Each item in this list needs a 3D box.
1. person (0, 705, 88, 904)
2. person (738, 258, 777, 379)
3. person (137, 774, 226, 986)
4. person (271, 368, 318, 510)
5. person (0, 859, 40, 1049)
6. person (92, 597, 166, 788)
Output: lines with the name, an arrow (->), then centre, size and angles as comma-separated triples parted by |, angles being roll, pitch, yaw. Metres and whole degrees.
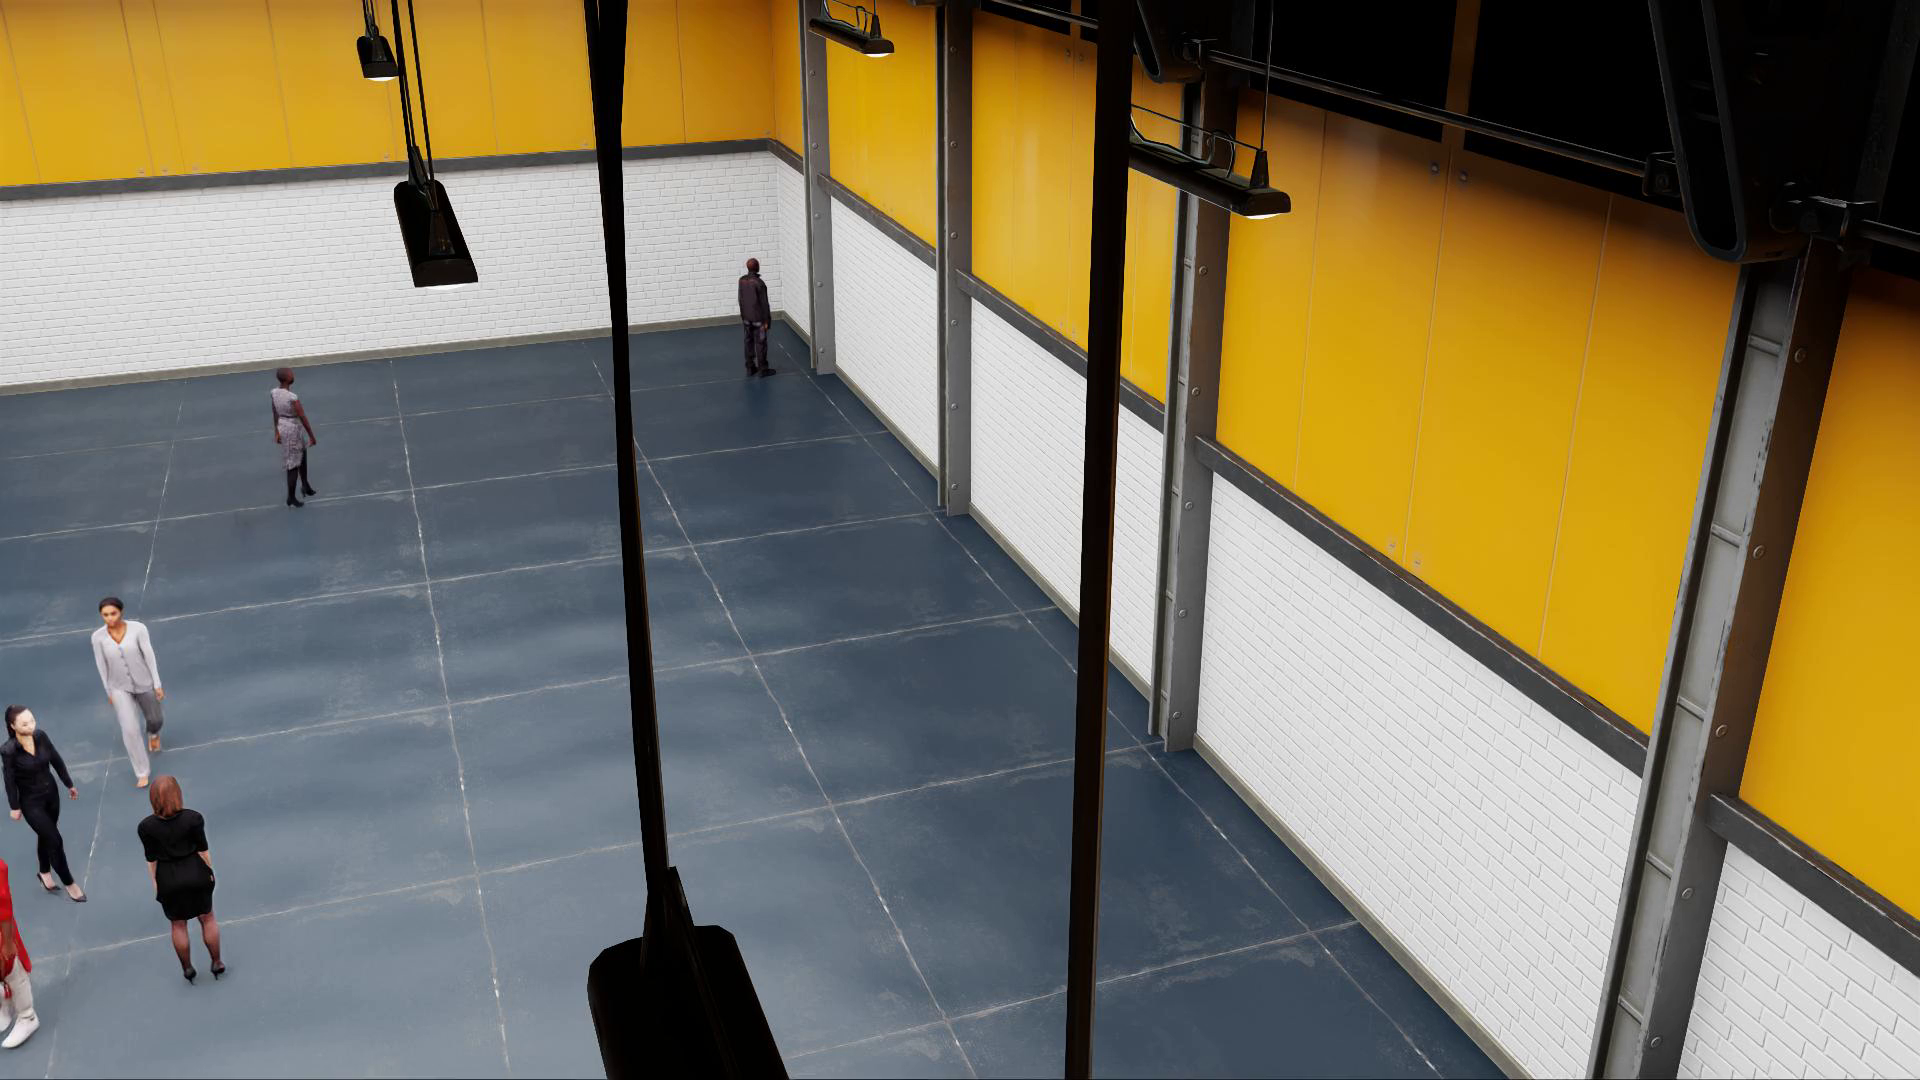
person -> -7.272, 2.049, 13.034 | 0.905, 1.691, 0.861 | 7, 25, 16
person -> -3.135, -3.403, 25.337 | 0.764, 1.825, 0.853 | 14, 27, 29
person -> -5.633, 2.469, 12.059 | 0.597, 1.701, 0.522 | -11, 26, -23
person -> -8.281, -1.221, 20.415 | 0.863, 1.770, 0.919 | 13, 27, 28
person -> -6.670, 2.617, 11.506 | 0.882, 1.873, 0.939 | 6, 24, 14
person -> -7.350, 1.267, 14.805 | 0.700, 1.705, 1.095 | -11, 26, -24
